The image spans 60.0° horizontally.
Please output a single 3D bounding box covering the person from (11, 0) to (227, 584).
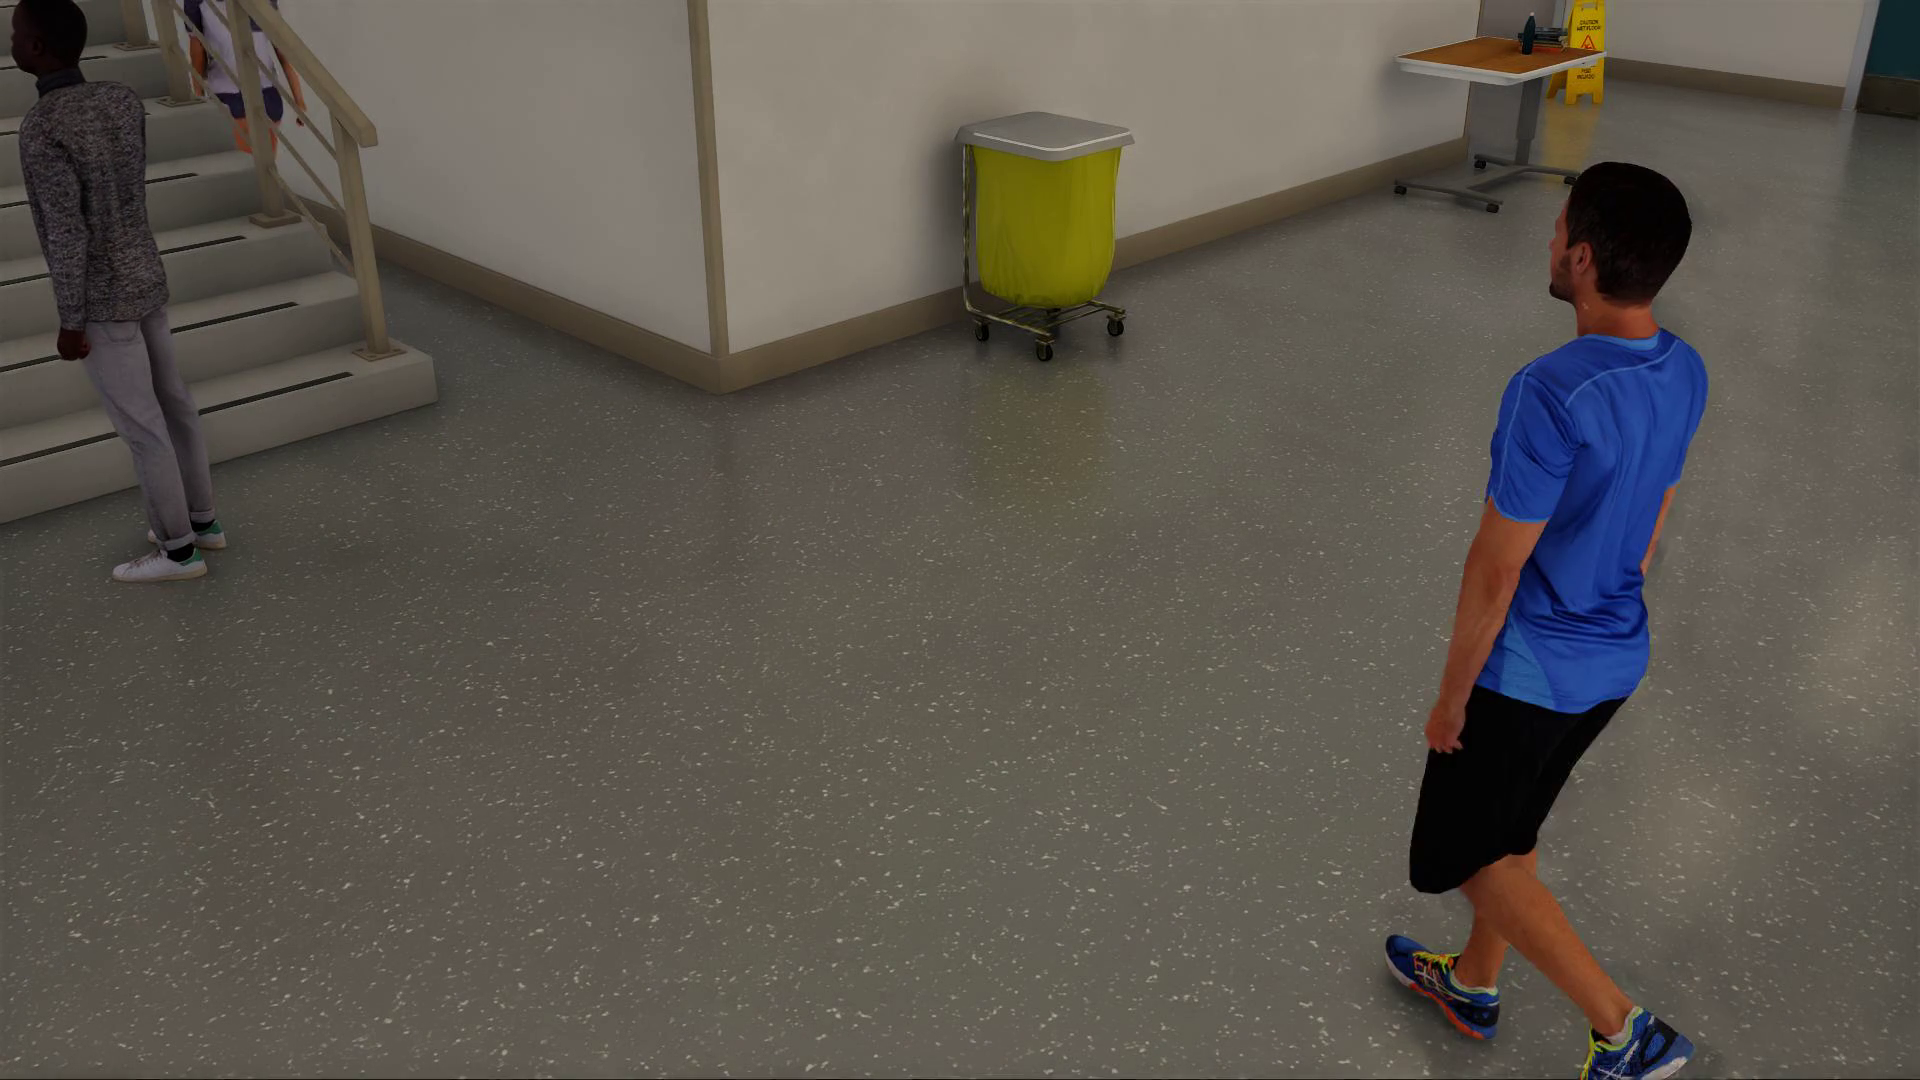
[{"bbox_3d":[-2.618,-0.754,5.184,0.791,1.838,0.755,2,26,4],"label":"person"}]

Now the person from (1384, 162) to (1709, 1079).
[{"bbox_3d":[1.131,0.276,3.034,0.699,1.852,1.004,-18,31,-33],"label":"person"}]

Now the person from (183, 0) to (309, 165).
[{"bbox_3d":[-3.587,-2.165,8.300,0.681,1.674,1.146,-21,33,-37],"label":"person"}]
